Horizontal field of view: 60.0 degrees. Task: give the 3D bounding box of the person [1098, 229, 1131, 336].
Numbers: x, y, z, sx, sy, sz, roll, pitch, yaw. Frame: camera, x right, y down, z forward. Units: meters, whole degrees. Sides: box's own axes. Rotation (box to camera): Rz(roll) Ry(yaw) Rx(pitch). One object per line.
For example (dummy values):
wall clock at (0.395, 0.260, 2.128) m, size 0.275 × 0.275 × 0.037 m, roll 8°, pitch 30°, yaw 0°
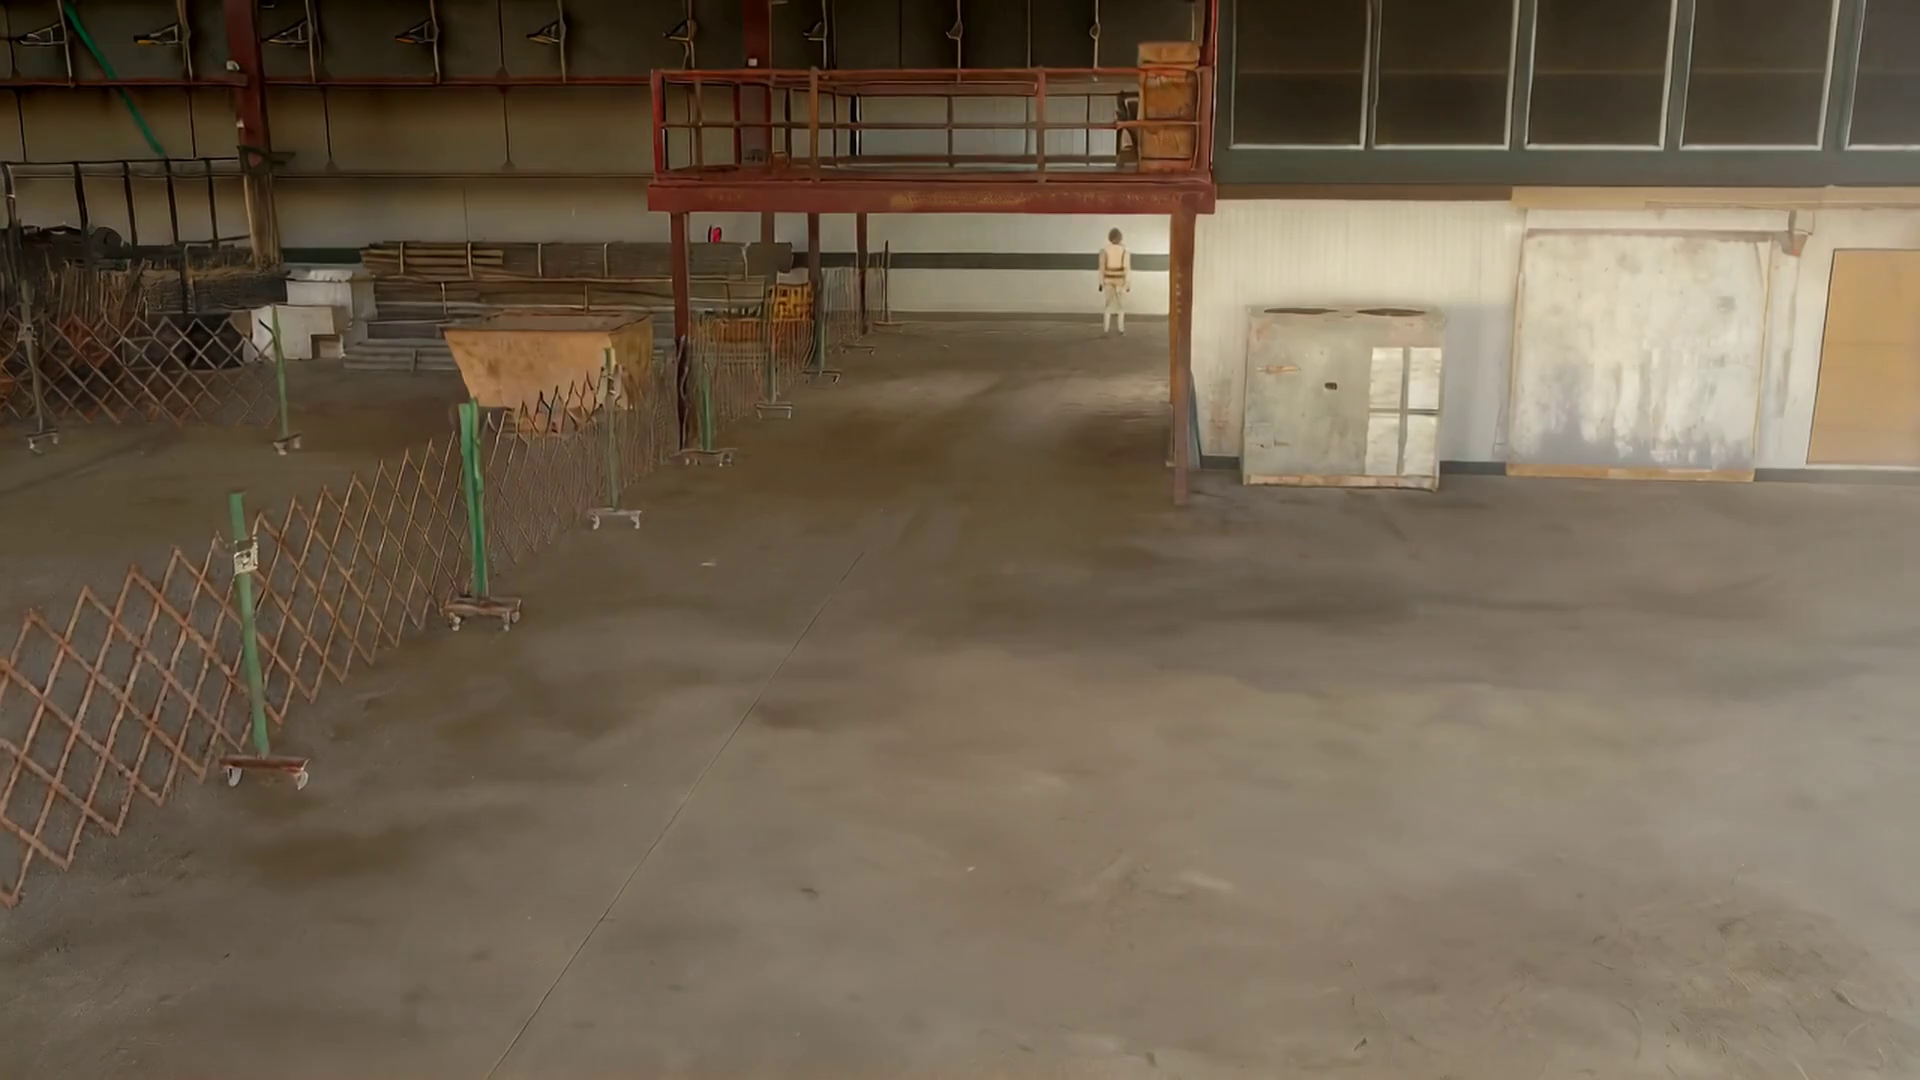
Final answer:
person at (2.747, -4.576, 29.572) m, size 0.586 × 1.882 × 0.340 m, roll 2°, pitch 14°, yaw 7°
